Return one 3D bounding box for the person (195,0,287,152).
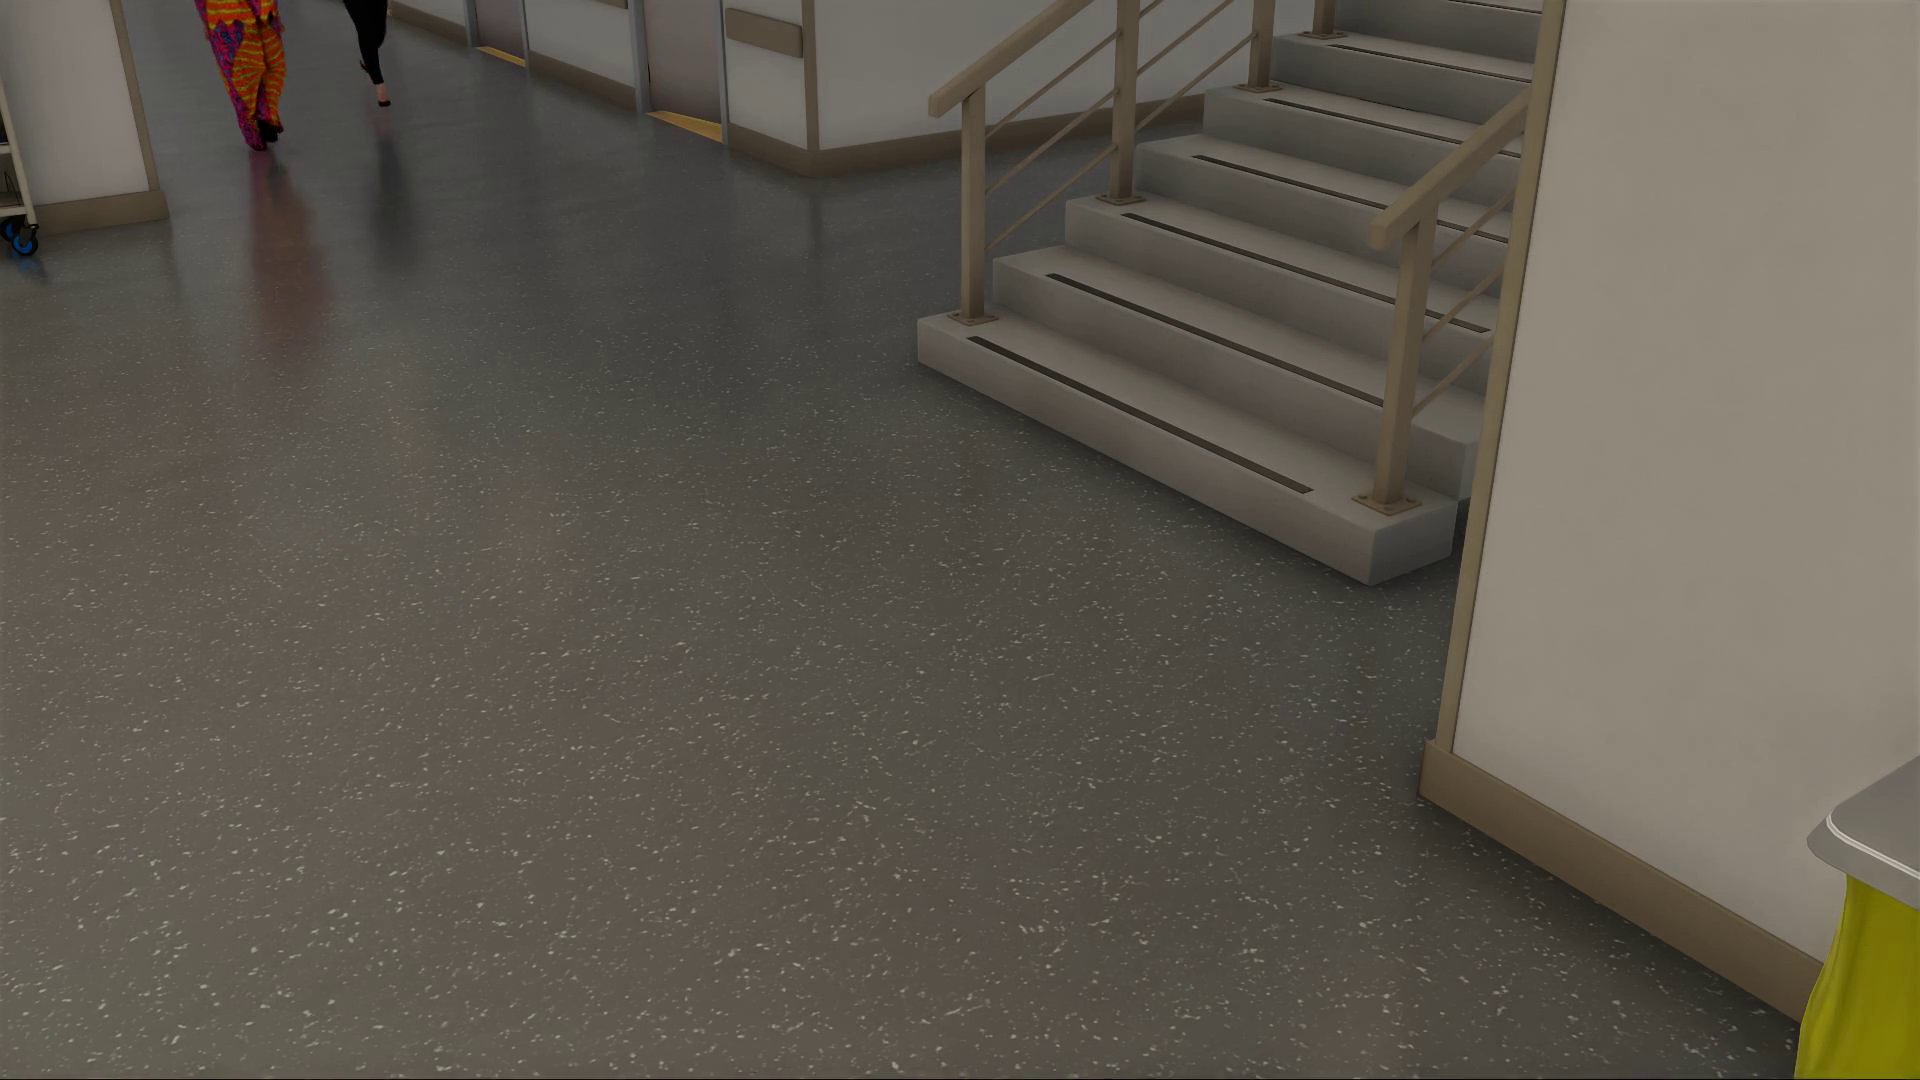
[{"bbox_3d":[-4.604,-3.327,10.630,0.842,1.662,0.851,-8,27,-17],"label":"person"}]

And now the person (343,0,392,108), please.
[{"bbox_3d":[-4.339,-4.003,12.010,0.994,1.681,0.698,-14,29,-26],"label":"person"}]
